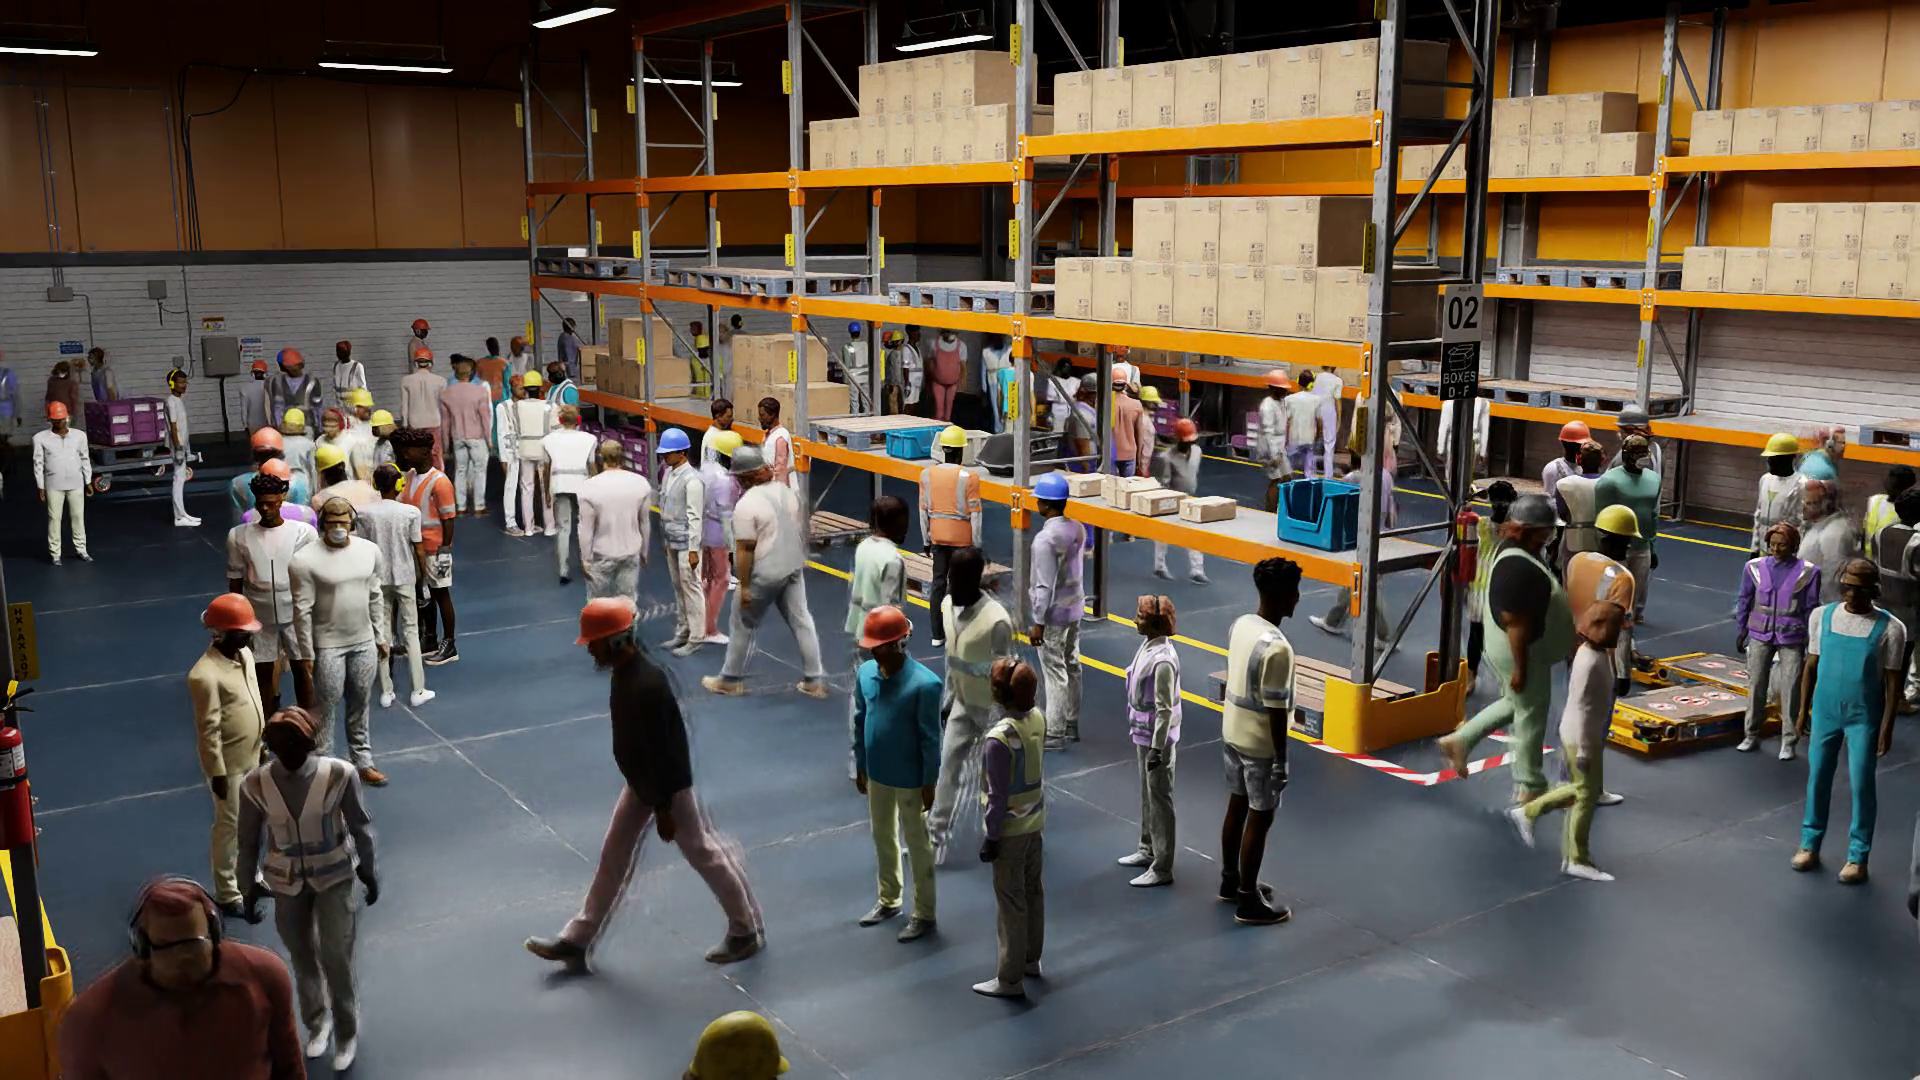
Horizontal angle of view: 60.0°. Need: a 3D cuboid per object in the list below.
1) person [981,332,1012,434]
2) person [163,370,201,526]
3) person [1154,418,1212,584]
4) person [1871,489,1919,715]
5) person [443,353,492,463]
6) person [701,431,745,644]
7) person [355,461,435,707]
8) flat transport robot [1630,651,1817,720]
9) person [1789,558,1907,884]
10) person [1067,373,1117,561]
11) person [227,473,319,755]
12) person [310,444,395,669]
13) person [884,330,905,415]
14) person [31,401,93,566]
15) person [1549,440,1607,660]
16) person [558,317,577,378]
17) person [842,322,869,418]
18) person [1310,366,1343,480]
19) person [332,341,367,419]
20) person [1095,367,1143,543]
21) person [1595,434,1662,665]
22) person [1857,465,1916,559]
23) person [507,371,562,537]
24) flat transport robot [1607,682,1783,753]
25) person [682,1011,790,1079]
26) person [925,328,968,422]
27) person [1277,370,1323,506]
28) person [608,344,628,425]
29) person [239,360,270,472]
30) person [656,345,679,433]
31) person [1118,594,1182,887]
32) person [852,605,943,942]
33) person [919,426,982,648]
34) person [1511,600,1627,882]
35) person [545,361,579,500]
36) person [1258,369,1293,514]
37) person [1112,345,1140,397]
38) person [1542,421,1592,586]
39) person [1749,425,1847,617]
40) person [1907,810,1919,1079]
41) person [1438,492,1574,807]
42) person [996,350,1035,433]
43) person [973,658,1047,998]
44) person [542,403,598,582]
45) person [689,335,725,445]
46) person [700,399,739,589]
[{"bbox_3d":[0.655,-2.505,27.192,0.630,1.840,1.017,-1,11,-4],"label":"person"},{"bbox_3d":[-9.345,-1.100,19.945,0.335,1.864,0.521,-4,12,-19],"label":"person"},{"bbox_3d":[2.242,-0.387,16.687,0.572,1.697,0.833,-6,13,-30],"label":"person"},{"bbox_3d":[7.008,0.456,12.422,0.320,1.693,0.535,-3,11,-14],"label":"person"},{"bbox_3d":[-7.472,-1.991,25.058,0.527,1.657,0.851,10,15,42],"label":"person"},{"bbox_3d":[-2.079,-0.021,14.375,0.499,1.878,0.642,-4,12,-21],"label":"person"},{"bbox_3d":[-4.279,0.338,12.575,0.535,1.864,0.309,-1,11,-3],"label":"person"},{"bbox_3d":[5.946,1.102,12.757,0.652,0.197,1.431,-5,12,-26],"label":"flat transport robot"},{"bbox_3d":[4.961,0.992,9.301,0.338,1.838,0.508,-10,15,-40],"label":"person"},{"bbox_3d":[1.426,-0.811,18.001,0.540,2.000,0.687,1,11,5],"label":"person"},{"bbox_3d":[-4.702,0.504,11.460,0.613,1.965,0.361,-4,12,-18],"label":"person"},{"bbox_3d":[-4.850,0.170,13.363,0.641,1.889,0.588,-11,15,-44],"label":"person"},{"bbox_3d":[-1.048,-2.679,28.270,0.527,1.767,0.331,4,12,18],"label":"person"},{"bbox_3d":[-9.531,-0.610,17.710,0.567,1.750,0.341,-10,15,-43],"label":"person"},{"bbox_3d":[5.218,0.096,13.861,0.569,1.843,0.373,1,11,3],"label":"person"},{"bbox_3d":[-6.841,-2.923,29.075,0.376,1.940,0.629,-5,12,-23],"label":"person"},{"bbox_3d":[-1.719,-2.661,27.724,0.605,1.943,0.402,-9,14,-38],"label":"person"},{"bbox_3d":[5.003,-1.636,22.766,0.350,1.837,0.503,-11,15,-44],"label":"person"},{"bbox_3d":[-8.951,-1.978,24.374,0.584,1.882,0.337,5,12,25],"label":"person"},{"bbox_3d":[1.777,-0.959,18.874,0.612,1.995,0.392,-2,11,-12],"label":"person"},{"bbox_3d":[5.475,0.090,13.655,0.630,1.940,0.370,-5,12,-22],"label":"person"},{"bbox_3d":[7.677,0.197,13.804,0.335,1.665,0.580,-3,11,-13],"label":"person"},{"bbox_3d":[-4.910,-0.982,19.195,0.644,1.920,0.379,-1,11,-4],"label":"person"},{"bbox_3d":[5.199,1.258,11.954,1.431,0.197,0.652,-5,12,-26],"label":"flat transport robot"},{"bbox_3d":[-0.577,2.028,4.274,0.489,1.731,0.321,10,15,40],"label":"person"},{"bbox_3d":[-0.217,-2.718,27.763,0.700,2.000,0.881,-2,11,-10],"label":"person"},{"bbox_3d":[4.190,-1.197,20.563,0.560,1.823,0.649,-1,11,-5],"label":"person"},{"bbox_3d":[-5.651,-2.438,27.418,0.321,1.622,0.512,-4,12,-19],"label":"person"},{"bbox_3d":[-9.517,-1.588,22.743,0.565,1.743,0.347,-2,11,-8],"label":"person"},{"bbox_3d":[-4.948,-2.650,27.957,0.503,1.837,0.337,0,11,2],"label":"person"},{"bbox_3d":[1.075,1.101,9.246,0.307,1.641,0.514,-1,11,-5],"label":"person"},{"bbox_3d":[-0.347,1.184,8.574,0.573,1.737,0.354,9,14,39],"label":"person"},{"bbox_3d":[-0.066,-0.017,14.227,0.585,1.928,0.368,6,12,27],"label":"person"},{"bbox_3d":[3.430,1.102,9.333,0.524,1.614,0.505,7,13,30],"label":"person"},{"bbox_3d":[-5.171,-1.408,21.615,0.429,1.831,0.631,-8,14,-35],"label":"person"},{"bbox_3d":[3.715,-1.053,19.558,0.393,1.914,0.565,7,13,31],"label":"person"},{"bbox_3d":[2.283,-1.865,23.795,0.585,1.883,0.340,-1,11,-5],"label":"person"},{"bbox_3d":[5.310,-0.080,14.526,0.544,1.939,0.354,-7,13,-33],"label":"person"},{"bbox_3d":[7.623,-0.118,14.960,1.012,1.858,0.621,7,13,33],"label":"person"},{"bbox_3d":[4.073,1.467,6.733,0.401,1.894,0.653,-1,11,-6],"label":"person"},{"bbox_3d":[3.485,0.661,10.467,0.732,2.000,0.697,2,11,12],"label":"person"},{"bbox_3d":[0.787,-1.789,23.505,0.571,1.845,0.382,5,12,22],"label":"person"},{"bbox_3d":[0.255,1.359,7.917,0.308,1.645,0.514,5,12,25],"label":"person"},{"bbox_3d":[-3.971,-0.491,16.986,0.582,1.808,0.944,-1,11,-4],"label":"person"},{"bbox_3d":[-3.868,-2.146,25.192,0.599,1.893,0.827,-1,11,-4],"label":"person"},{"bbox_3d":[-2.404,-0.456,16.540,0.410,1.908,0.598,0,11,-2],"label":"person"}]
